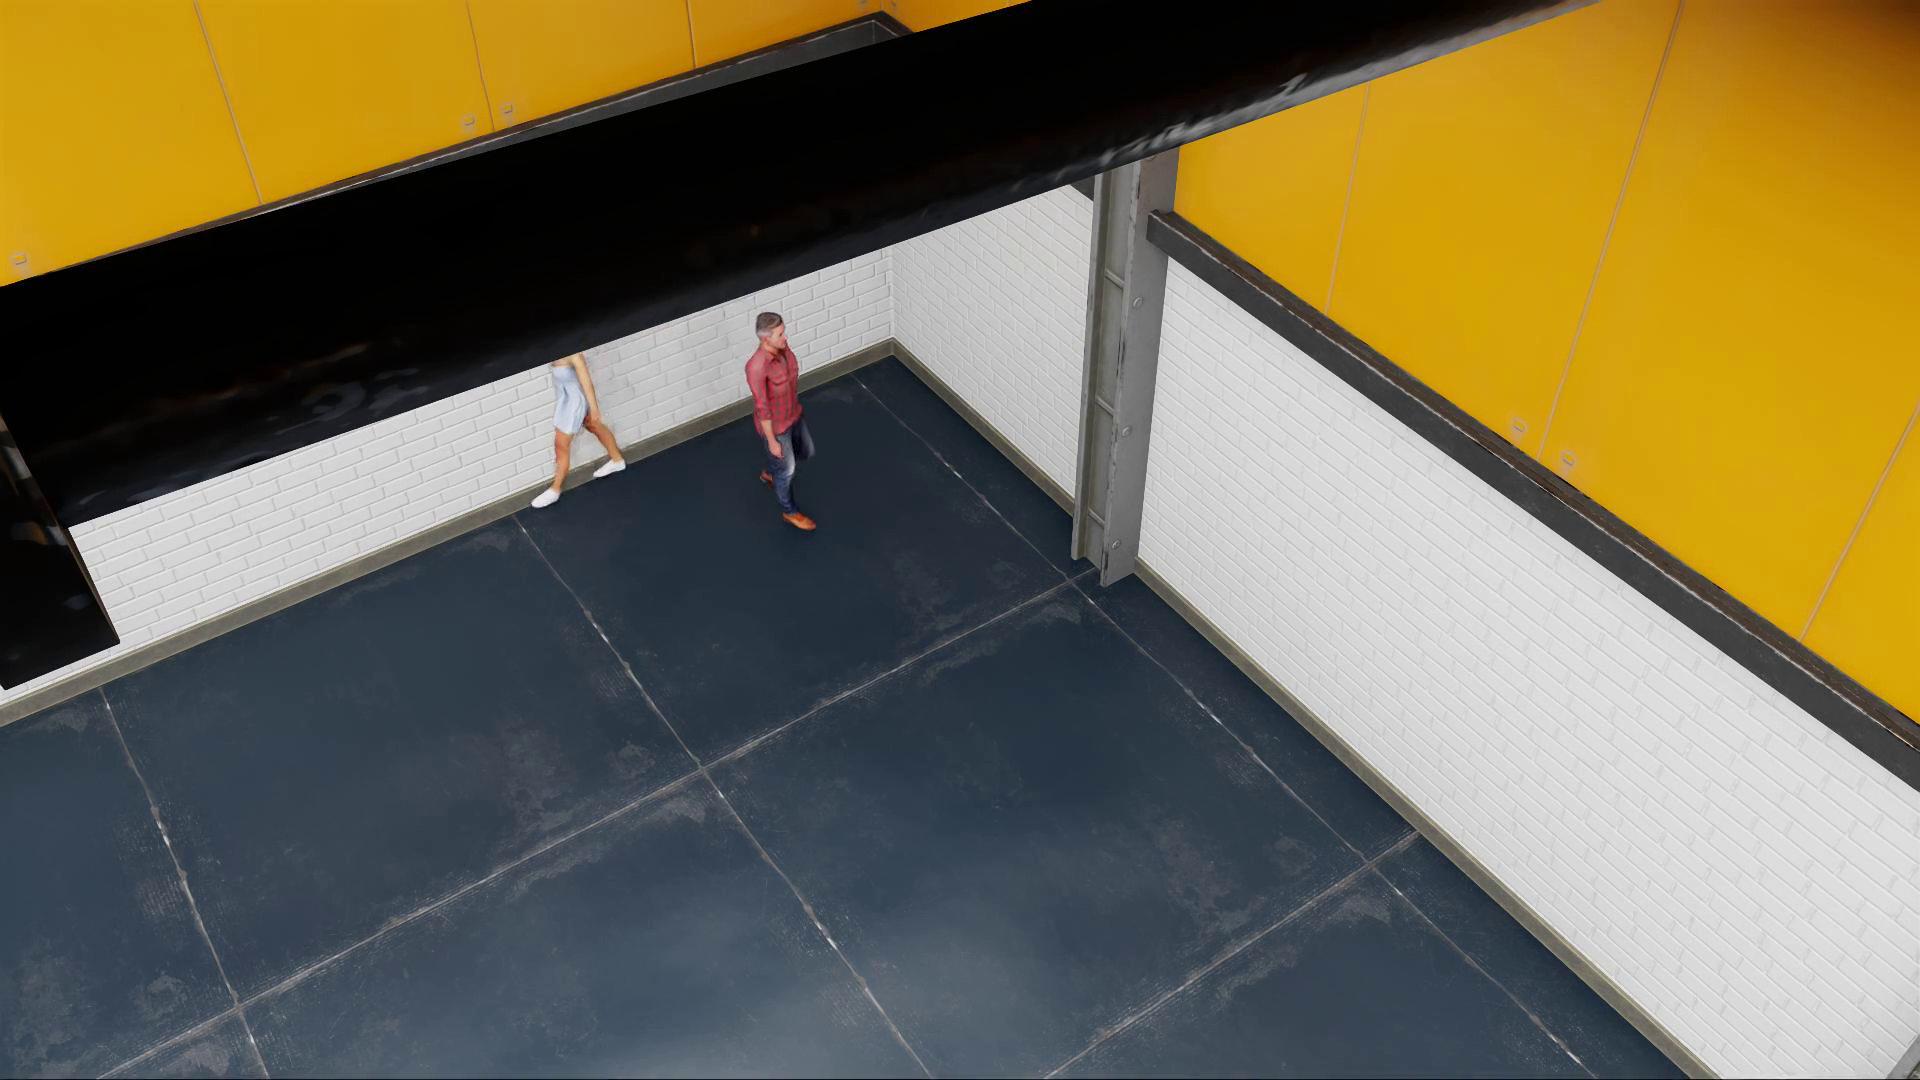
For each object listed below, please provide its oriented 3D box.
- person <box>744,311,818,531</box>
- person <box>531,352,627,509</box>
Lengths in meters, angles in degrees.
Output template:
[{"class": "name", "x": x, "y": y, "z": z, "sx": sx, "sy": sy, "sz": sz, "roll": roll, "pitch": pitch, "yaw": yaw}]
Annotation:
[{"class": "person", "x": -1.350, "y": -0.876, "z": 11.893, "sx": 0.975, "sy": 1.822, "sz": 0.909, "roll": 17, "pitch": 46, "yaw": 17}, {"class": "person", "x": -2.730, "y": -1.041, "z": 12.163, "sx": 0.758, "sy": 1.688, "sz": 0.987, "roll": -26, "pitch": 49, "yaw": -24}]
